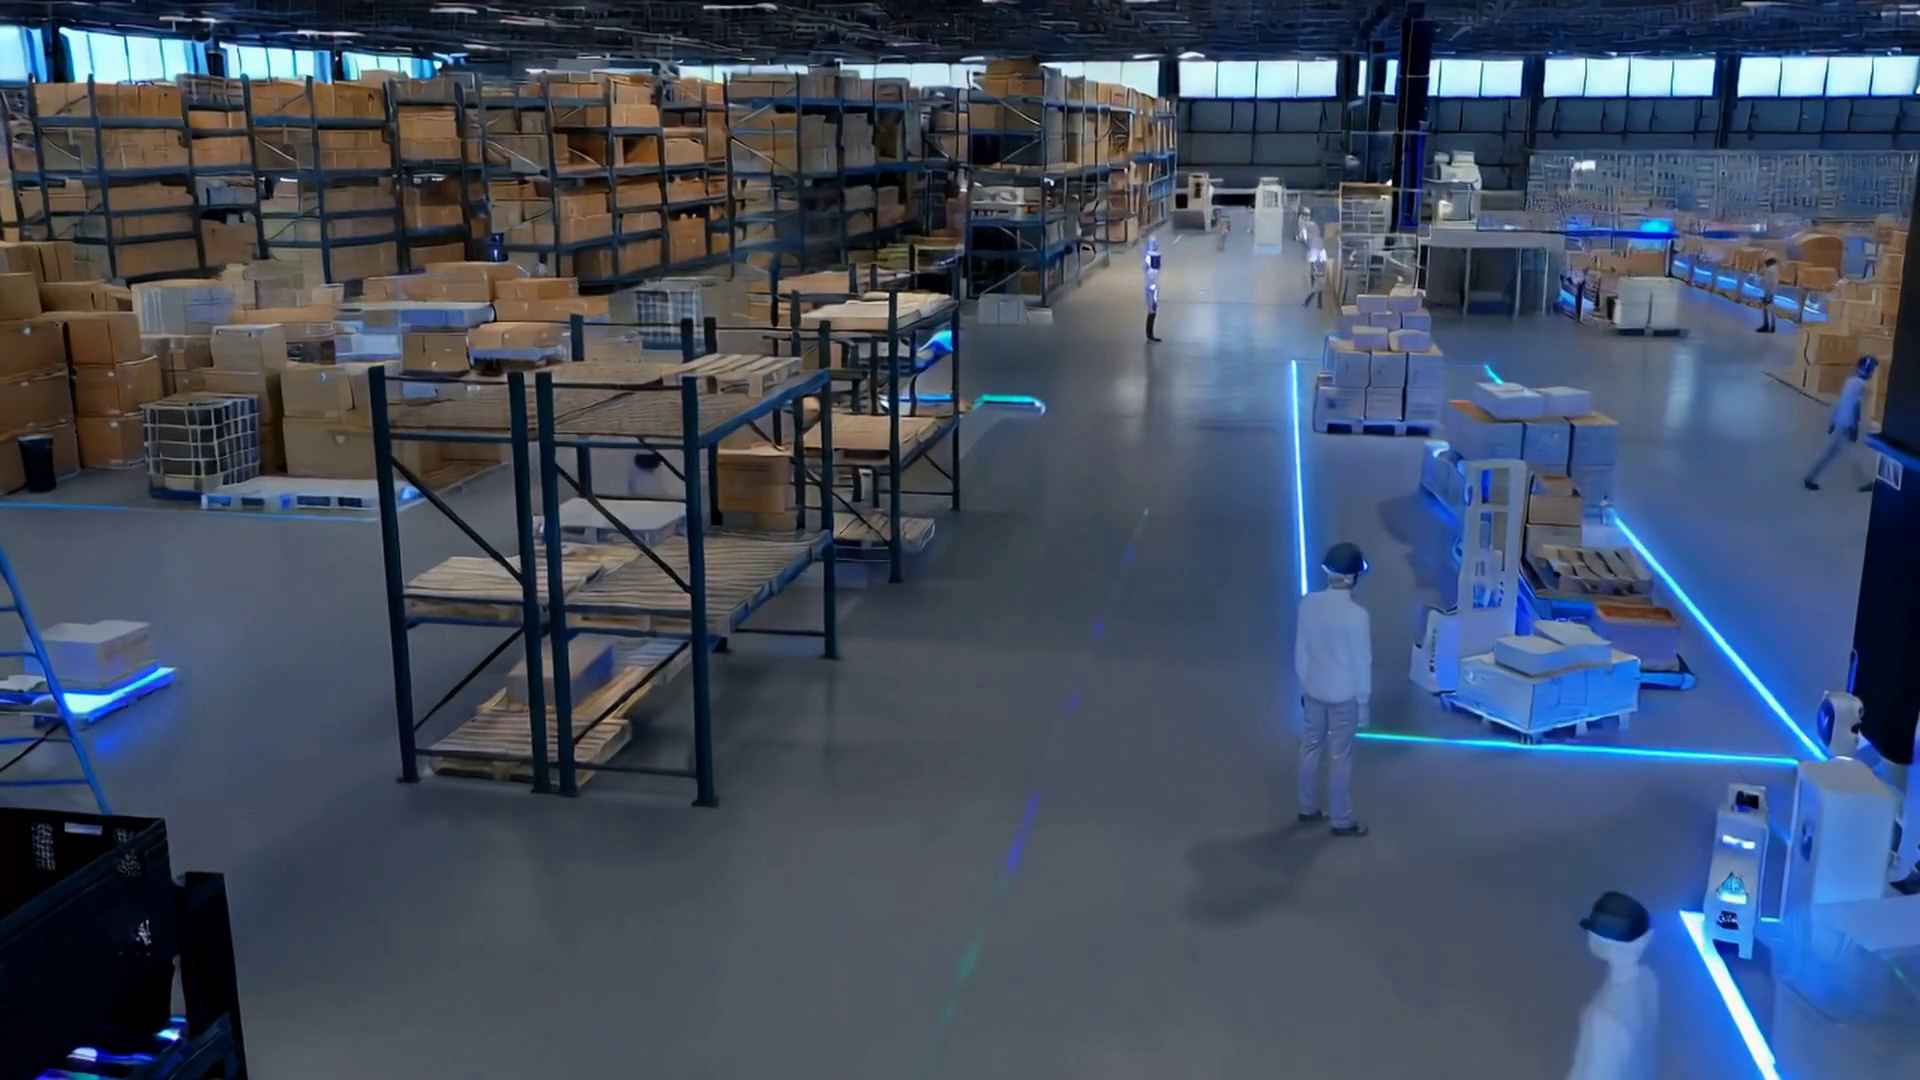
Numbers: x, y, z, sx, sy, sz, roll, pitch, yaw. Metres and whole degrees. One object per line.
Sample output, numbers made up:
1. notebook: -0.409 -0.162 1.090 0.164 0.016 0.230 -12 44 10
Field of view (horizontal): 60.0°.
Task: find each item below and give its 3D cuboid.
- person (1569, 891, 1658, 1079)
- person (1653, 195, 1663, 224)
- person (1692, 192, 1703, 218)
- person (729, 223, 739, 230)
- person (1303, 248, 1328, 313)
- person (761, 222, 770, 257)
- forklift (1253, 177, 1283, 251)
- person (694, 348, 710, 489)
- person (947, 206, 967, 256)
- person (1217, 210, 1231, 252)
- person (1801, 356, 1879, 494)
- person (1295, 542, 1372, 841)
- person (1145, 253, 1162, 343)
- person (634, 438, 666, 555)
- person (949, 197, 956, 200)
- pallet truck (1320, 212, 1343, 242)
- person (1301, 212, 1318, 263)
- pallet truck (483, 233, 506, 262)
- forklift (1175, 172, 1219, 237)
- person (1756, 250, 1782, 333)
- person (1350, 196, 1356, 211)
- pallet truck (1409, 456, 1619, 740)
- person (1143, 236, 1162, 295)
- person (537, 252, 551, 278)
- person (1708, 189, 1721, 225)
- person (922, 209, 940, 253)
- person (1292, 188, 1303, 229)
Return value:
1. person: 2.611 2.222 6.545 0.870 1.728 0.524 10 17 36
2. person: 30.264 -13.955 71.924 0.822 1.883 0.650 8 16 29
3. person: 35.427 -15.913 79.947 0.570 1.840 0.373 -5 15 -19
4. person: -8.819 -12.183 64.900 0.961 1.803 0.585 3 14 11
5. person: 9.174 -6.672 42.778 0.532 1.677 0.481 -10 17 -35
6. person: -7.224 -11.371 61.940 0.411 1.624 0.532 0 14 -1
7. forklift: 12.083 -12.747 64.956 1.129 2.768 1.873 3 14 10
8. person: -3.482 -1.604 21.849 0.342 1.846 0.507 0 14 -2
9. person: -0.140 -11.538 62.143 0.940 1.870 0.637 10 17 36
10. person: 10.217 -11.969 64.390 0.508 1.620 0.348 5 15 19
11. person: 11.458 -1.482 21.456 0.997 1.798 0.593 4 14 17
12. person: 2.482 0.991 11.000 0.378 1.996 0.610 -10 17 -34
13. person: 4.299 -5.377 36.914 0.368 1.966 0.603 0 14 -1
14. person: -2.968 -0.131 16.098 0.386 1.731 0.492 1 14 3
15. person: -0.449 -18.799 91.783 0.601 1.787 0.913 1 14 3
16. pallet truck: 15.874 -13.227 70.310 0.680 1.201 1.601 10 17 35
17. person: 12.395 -10.729 59.003 0.610 1.783 0.916 3 14 11
18. pallet truck: -11.832 -7.026 43.548 1.885 1.965 0.823 8 16 28
19. forklift: 10.498 -14.871 73.579 1.873 2.768 1.129 -13 19 -43
20. person: 18.781 -5.774 38.634 0.424 1.924 0.559 -2 14 -8
21. person: 20.651 -17.748 87.602 0.487 1.744 0.313 -5 15 -21
22. pallet truck: 4.504 0.400 13.395 0.823 1.965 1.885 -6 15 -23
23. person: 5.464 -7.795 47.280 0.541 1.700 0.316 10 17 34
24. person: -10.384 -6.326 41.329 0.516 1.685 0.539 2 14 9
25. person: 34.617 -15.152 76.590 0.654 1.964 0.836 2 14 6
26. person: -1.059 -10.874 59.408 1.026 1.888 0.632 10 17 35
27. person: 16.123 -15.855 79.527 0.601 1.940 0.414 -8 16 -29
